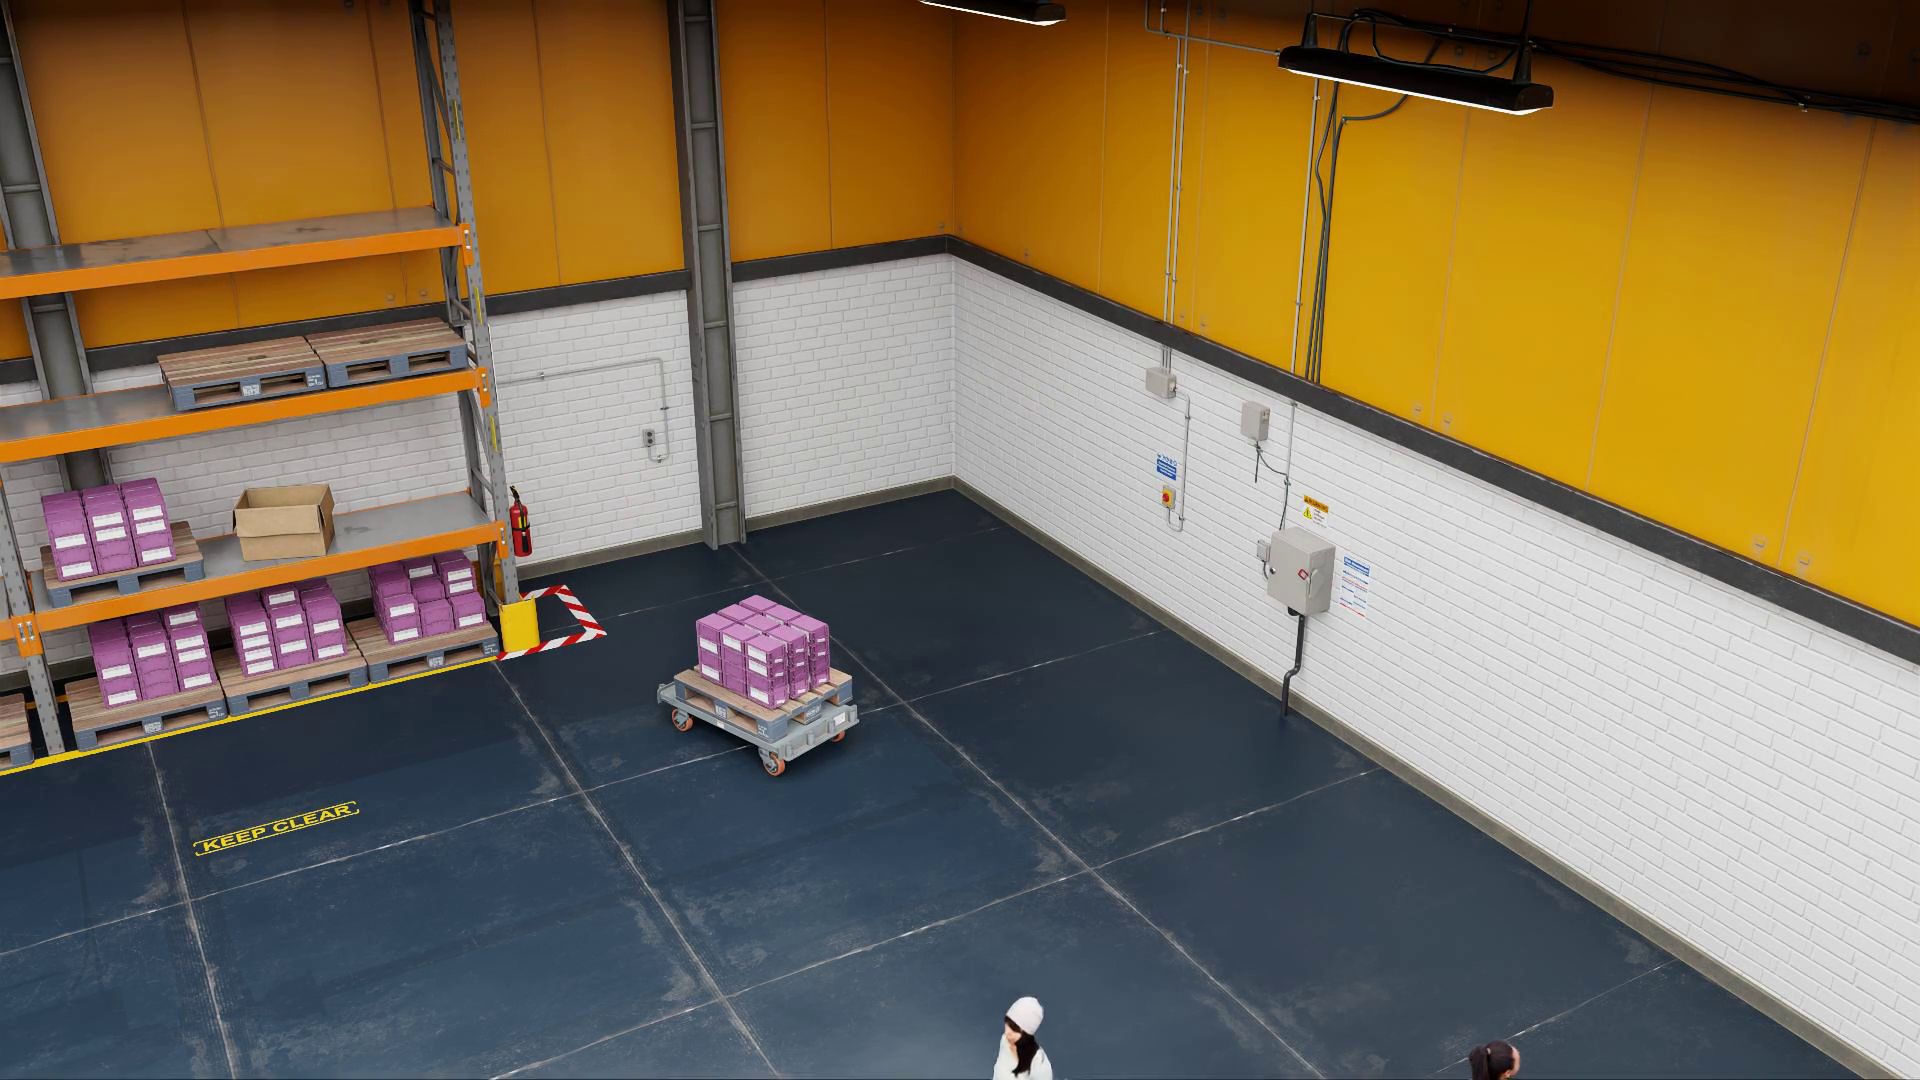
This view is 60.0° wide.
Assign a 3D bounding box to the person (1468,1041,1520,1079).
[{"bbox_3d":[2.742,3.312,8.705,0.526,1.689,0.573,-9,25,-20],"label":"person"}]

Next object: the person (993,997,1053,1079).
[{"bbox_3d":[0.393,3.174,9.129,1.085,1.602,0.595,-13,27,-27],"label":"person"}]
